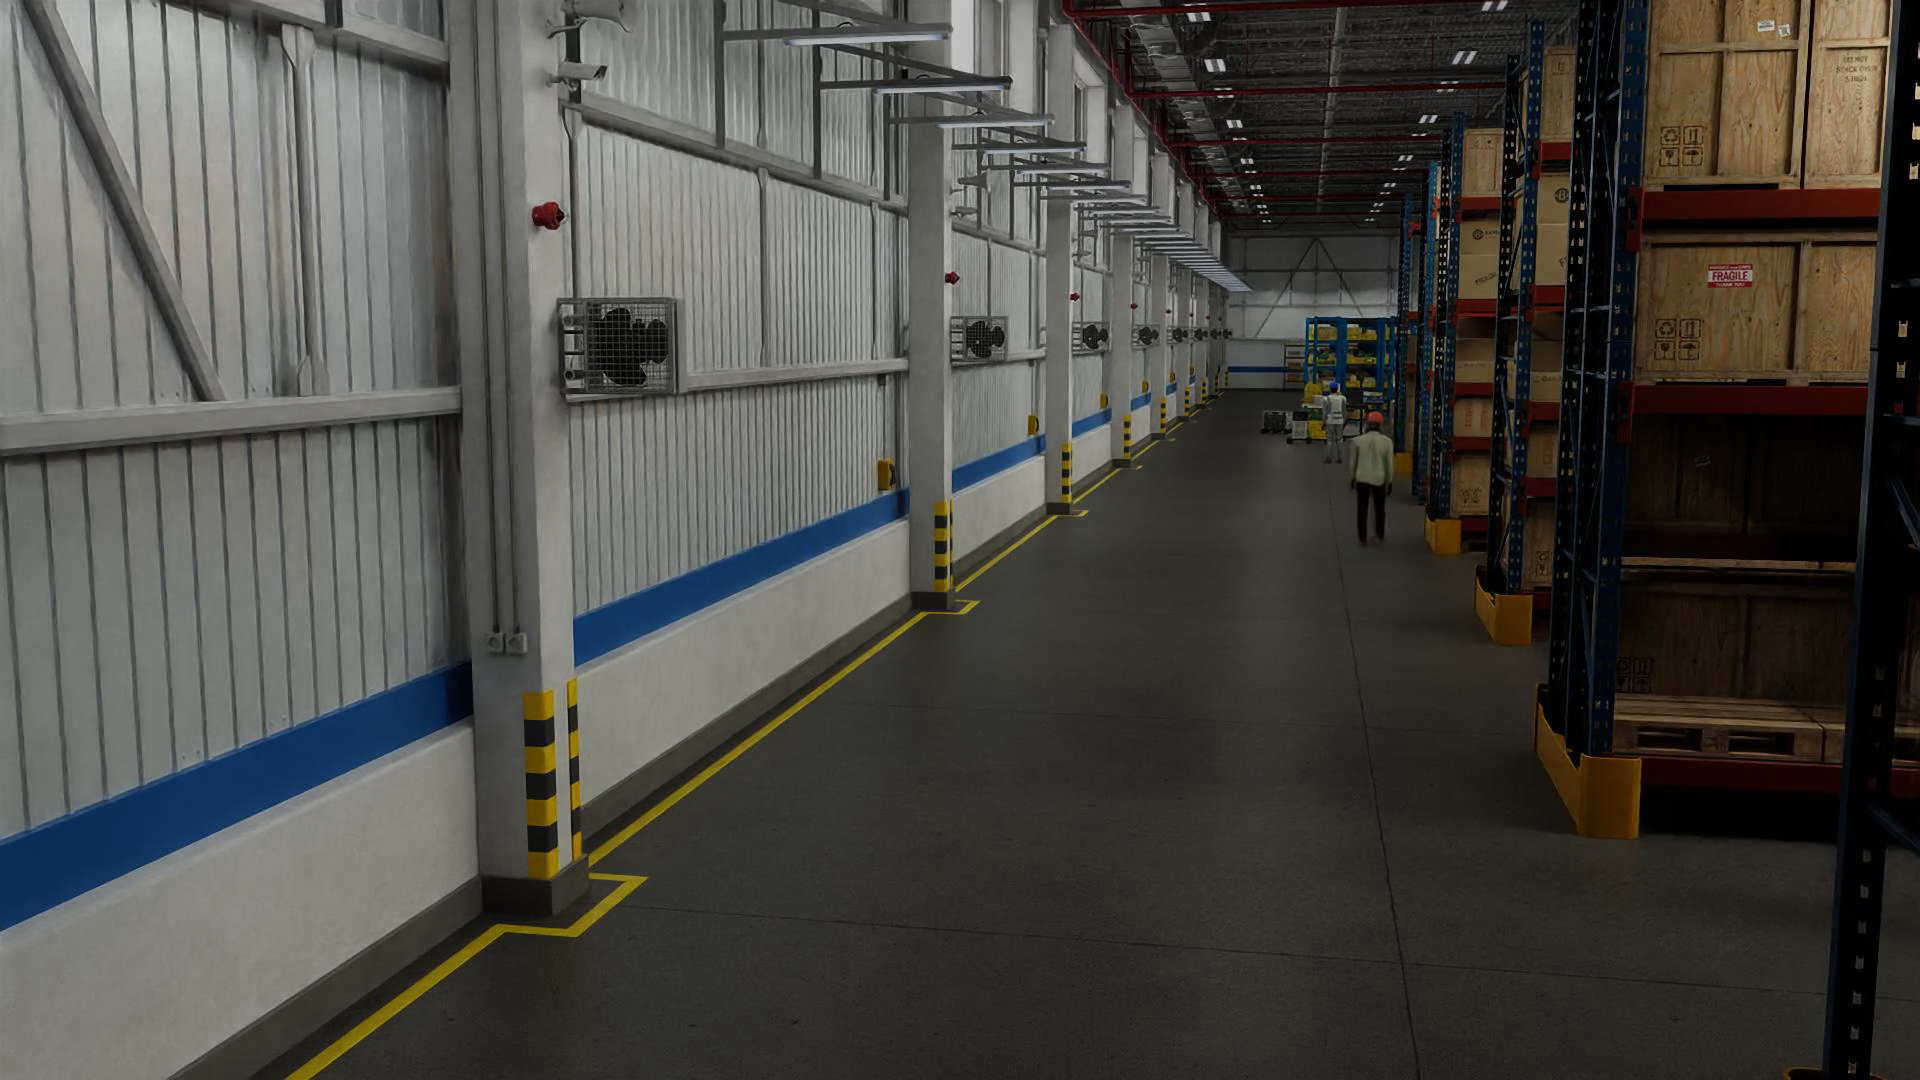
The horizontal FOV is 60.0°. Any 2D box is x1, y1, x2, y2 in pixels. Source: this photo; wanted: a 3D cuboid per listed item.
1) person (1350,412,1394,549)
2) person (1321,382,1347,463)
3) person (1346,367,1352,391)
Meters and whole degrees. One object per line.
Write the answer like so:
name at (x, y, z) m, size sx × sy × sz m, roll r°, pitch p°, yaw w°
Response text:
person at (5.968, -0.872, 24.081) m, size 0.629 × 1.944 × 0.998 m, roll 2°, pitch 8°, yaw 19°
person at (8.836, -2.770, 39.306) m, size 0.602 × 1.938 × 0.401 m, roll -1°, pitch 7°, yaw -10°
person at (14.585, -5.585, 62.228) m, size 0.384 × 1.842 × 0.568 m, roll 1°, pitch 7°, yaw 11°
